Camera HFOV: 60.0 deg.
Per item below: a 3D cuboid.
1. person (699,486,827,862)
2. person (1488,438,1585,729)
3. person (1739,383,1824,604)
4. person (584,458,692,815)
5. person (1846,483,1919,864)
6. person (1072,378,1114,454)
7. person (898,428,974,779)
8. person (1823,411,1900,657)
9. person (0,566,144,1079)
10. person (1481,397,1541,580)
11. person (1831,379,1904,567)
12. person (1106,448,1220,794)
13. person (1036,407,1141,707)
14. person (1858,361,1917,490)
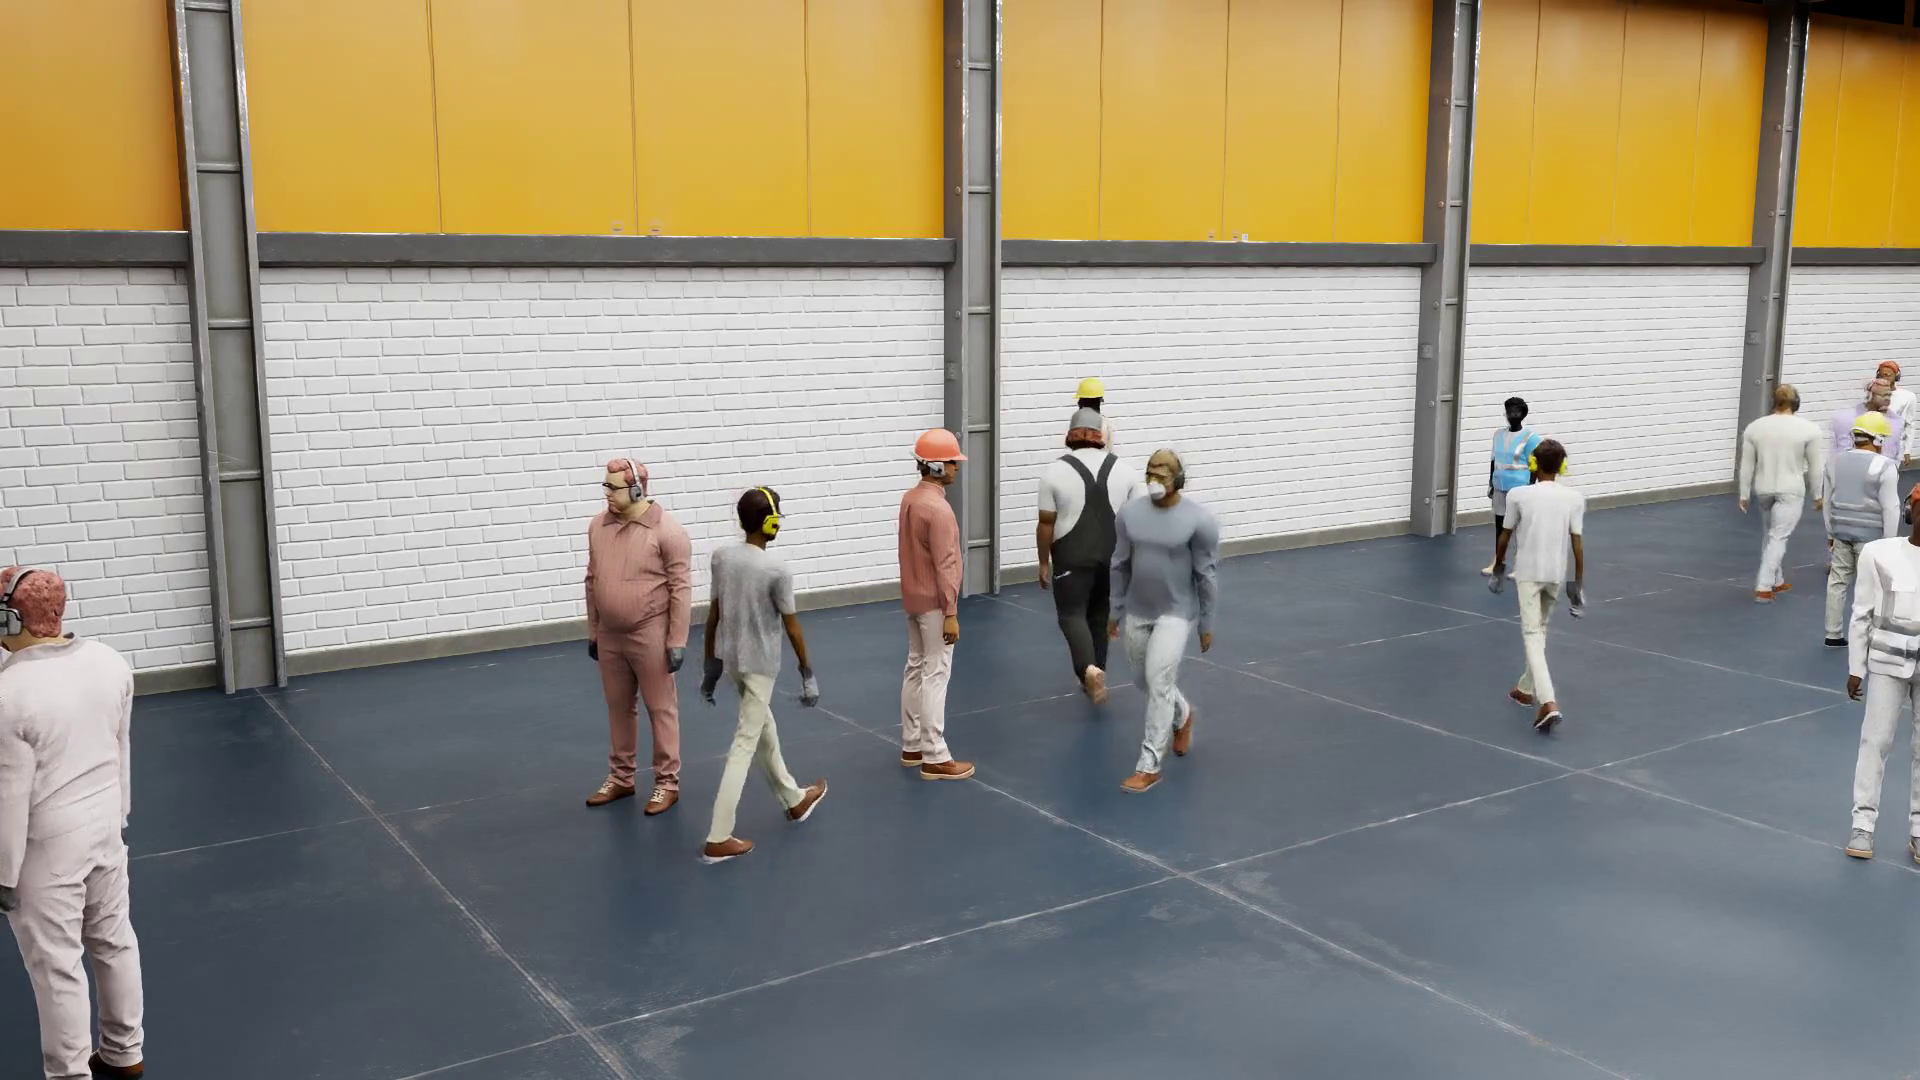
[{"bbox_3d":[-0.955,0.639,8.313,0.560,1.814,0.964,8,12,39],"label":"person"},{"bbox_3d":[3.729,0.265,10.624,0.500,1.818,0.991,-1,9,-4],"label":"person"},{"bbox_3d":[7.132,-0.410,14.457,0.764,1.923,0.640,-7,12,-38],"label":"person"},{"bbox_3d":[-1.739,0.510,8.852,0.643,1.905,0.399,5,11,27],"label":"person"},{"bbox_3d":[4.643,0.643,8.111,0.576,1.882,0.352,4,10,22],"label":"person"},{"bbox_3d":[1.169,-0.458,14.609,0.388,1.926,0.590,0,9,3],"label":"person"},{"bbox_3d":[-0.146,0.358,9.487,0.390,1.992,0.624,-4,10,-22],"label":"person"},{"bbox_3d":[6.740,-0.047,12.425,0.404,1.830,0.588,-4,10,-25],"label":"person"},{"bbox_3d":[-3.109,1.031,5.697,0.404,1.910,0.636,2,10,11],"label":"person"},{"bbox_3d":[5.121,-0.482,15.438,0.315,1.697,0.541,-6,11,-32],"label":"person"},{"bbox_3d":[8.298,-0.515,15.135,0.647,1.870,0.915,0,9,1],"label":"person"},{"bbox_3d":[1.171,0.415,9.429,0.634,1.914,0.908,8,12,38],"label":"person"},{"bbox_3d":[0.871,0.088,10.976,0.735,2.000,0.869,-2,10,-14],"label":"person"},{"bbox_3d":[9.921,-0.982,17.899,0.584,1.880,0.343,8,12,40],"label":"person"}]
